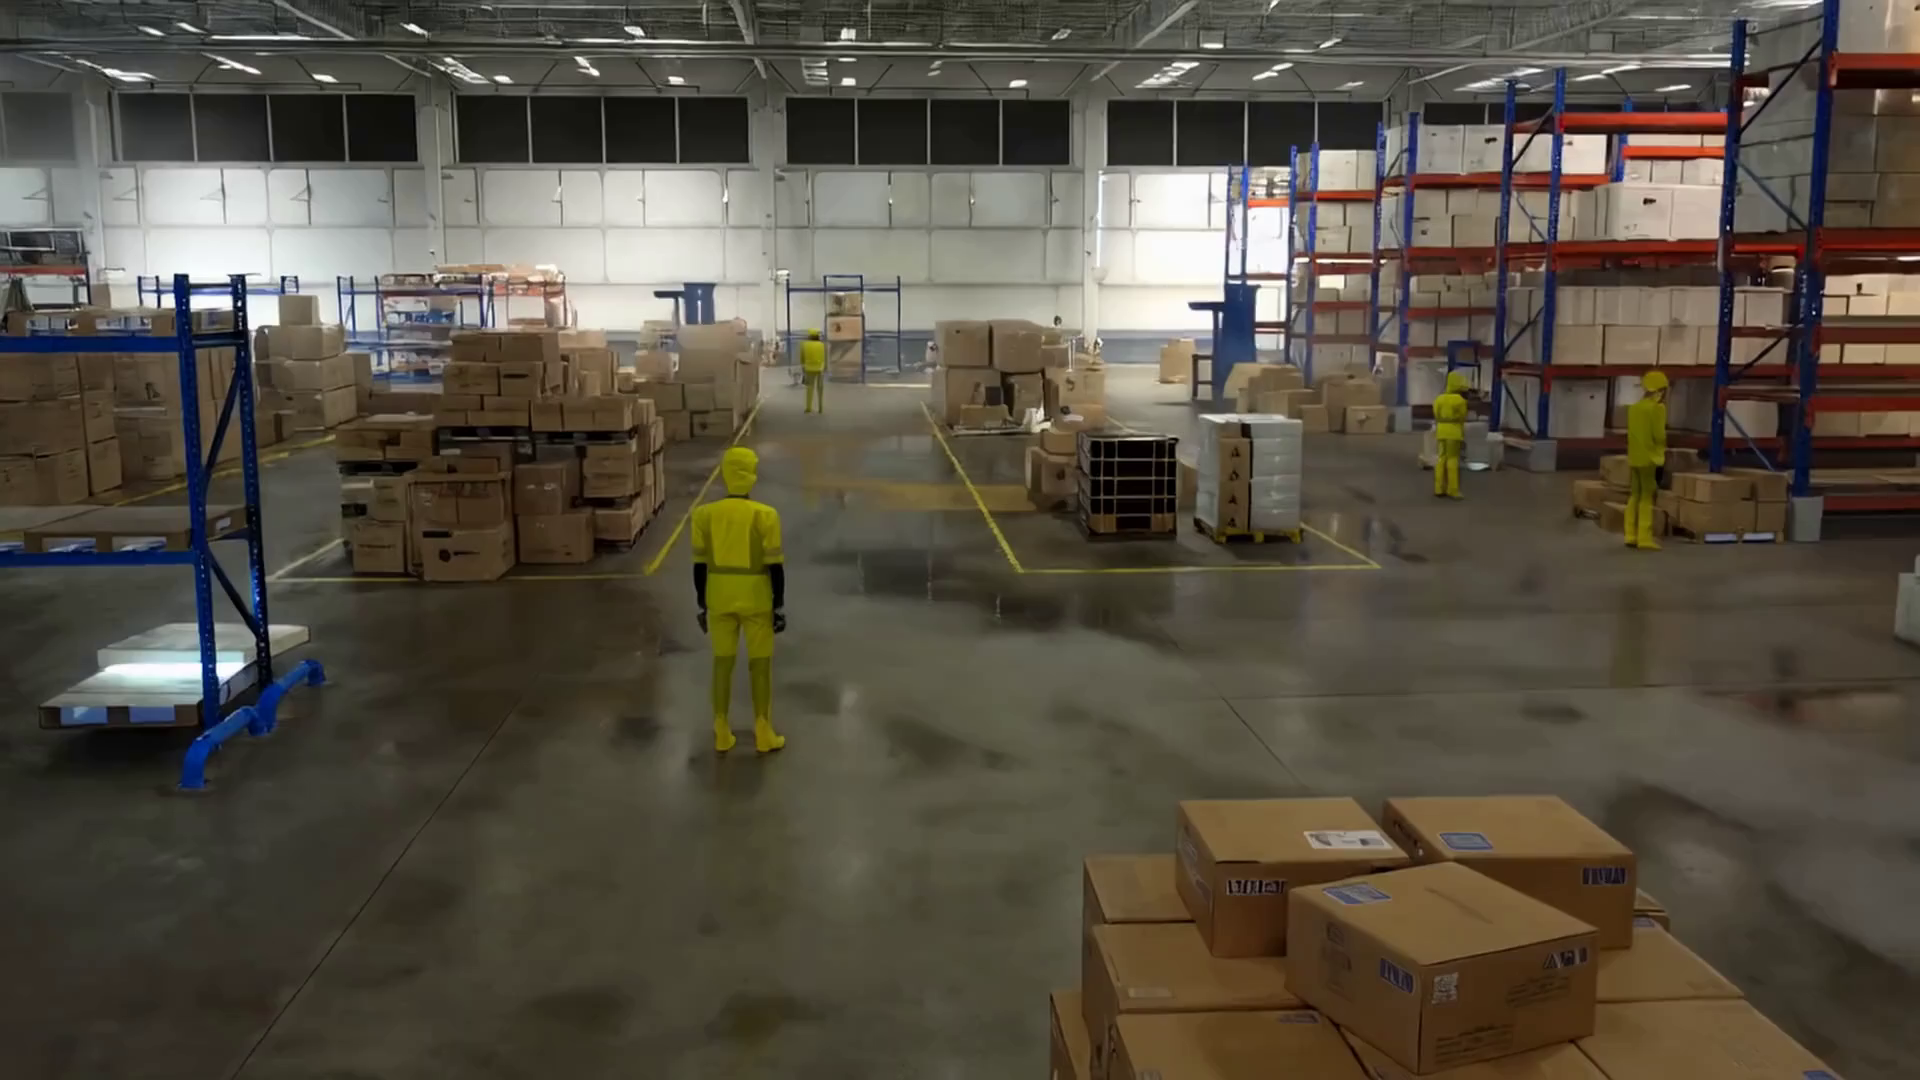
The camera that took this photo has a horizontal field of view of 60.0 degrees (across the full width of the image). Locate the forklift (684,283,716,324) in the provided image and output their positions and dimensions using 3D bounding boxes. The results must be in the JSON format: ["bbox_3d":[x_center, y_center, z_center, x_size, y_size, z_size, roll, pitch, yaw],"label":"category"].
[{"bbox_3d":[-6.539,-5.091,41.995,1.873,2.768,1.129,-9,13,-44],"label":"forklift"}]

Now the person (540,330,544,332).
[{"bbox_3d":[-8.678,-3.420,34.644,0.642,1.893,1.046,-1,9,-5],"label":"person"}]

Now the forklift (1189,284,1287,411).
[{"bbox_3d":[6.178,-4.237,36.633,1.873,2.768,1.129,8,12,40],"label":"forklift"}]

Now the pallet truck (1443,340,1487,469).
[{"bbox_3d":[8.004,-2.170,26.422,0.823,1.965,1.885,2,9,14],"label":"pallet truck"}]

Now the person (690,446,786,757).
[{"bbox_3d":[-1.376,0.398,10.438,0.603,1.952,0.368,2,9,11],"label":"person"}]

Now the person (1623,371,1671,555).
[{"bbox_3d":[7.481,-0.842,18.089,0.381,1.994,0.614,-1,9,-8],"label":"person"}]

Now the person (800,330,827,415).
[{"bbox_3d":[-3.202,-3.643,36.158,0.627,1.844,0.429,-5,10,-27],"label":"person"}]

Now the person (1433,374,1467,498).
[{"bbox_3d":[6.667,-1.413,22.608,0.318,1.697,0.533,-6,11,-34],"label":"person"}]
